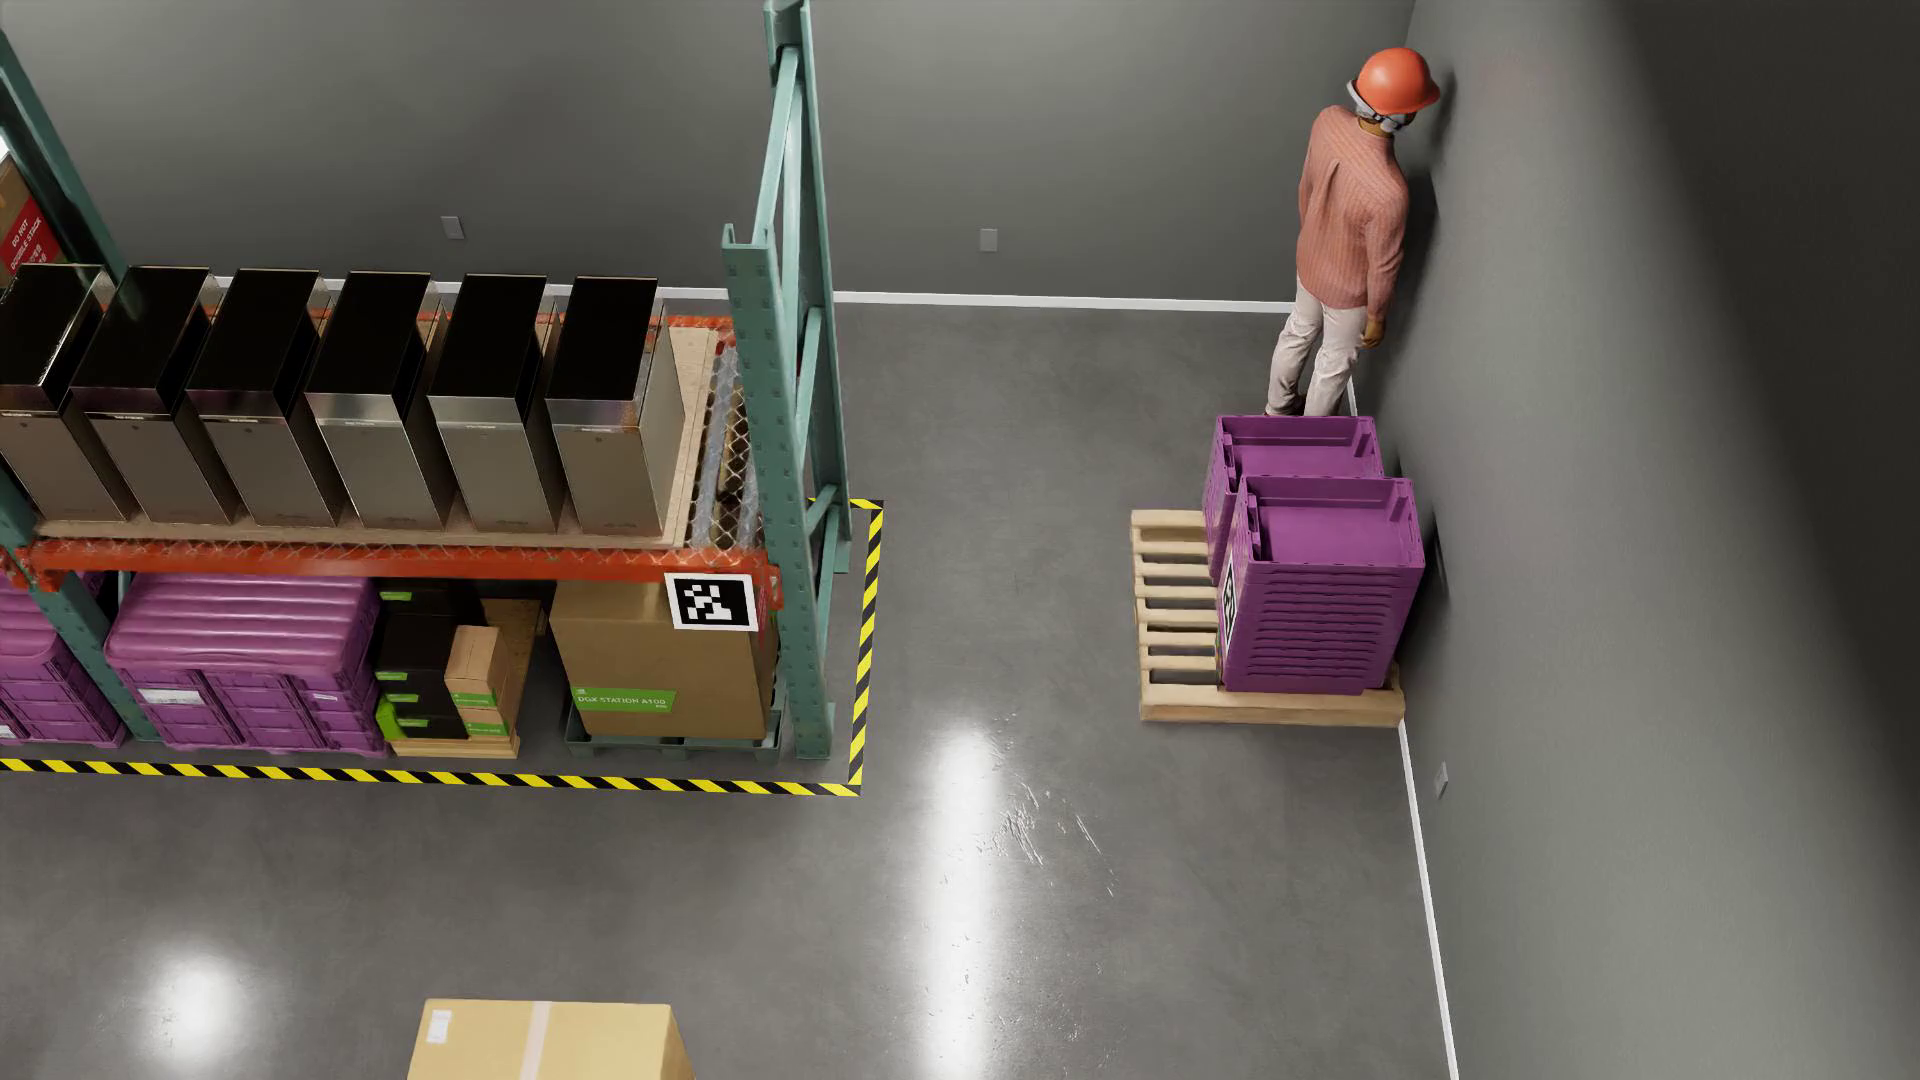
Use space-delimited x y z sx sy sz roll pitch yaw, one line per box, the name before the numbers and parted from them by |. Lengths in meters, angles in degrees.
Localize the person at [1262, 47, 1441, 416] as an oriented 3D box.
person | 1.503 -1.052 6.486 0.381 1.995 0.611 -18 54 -13
